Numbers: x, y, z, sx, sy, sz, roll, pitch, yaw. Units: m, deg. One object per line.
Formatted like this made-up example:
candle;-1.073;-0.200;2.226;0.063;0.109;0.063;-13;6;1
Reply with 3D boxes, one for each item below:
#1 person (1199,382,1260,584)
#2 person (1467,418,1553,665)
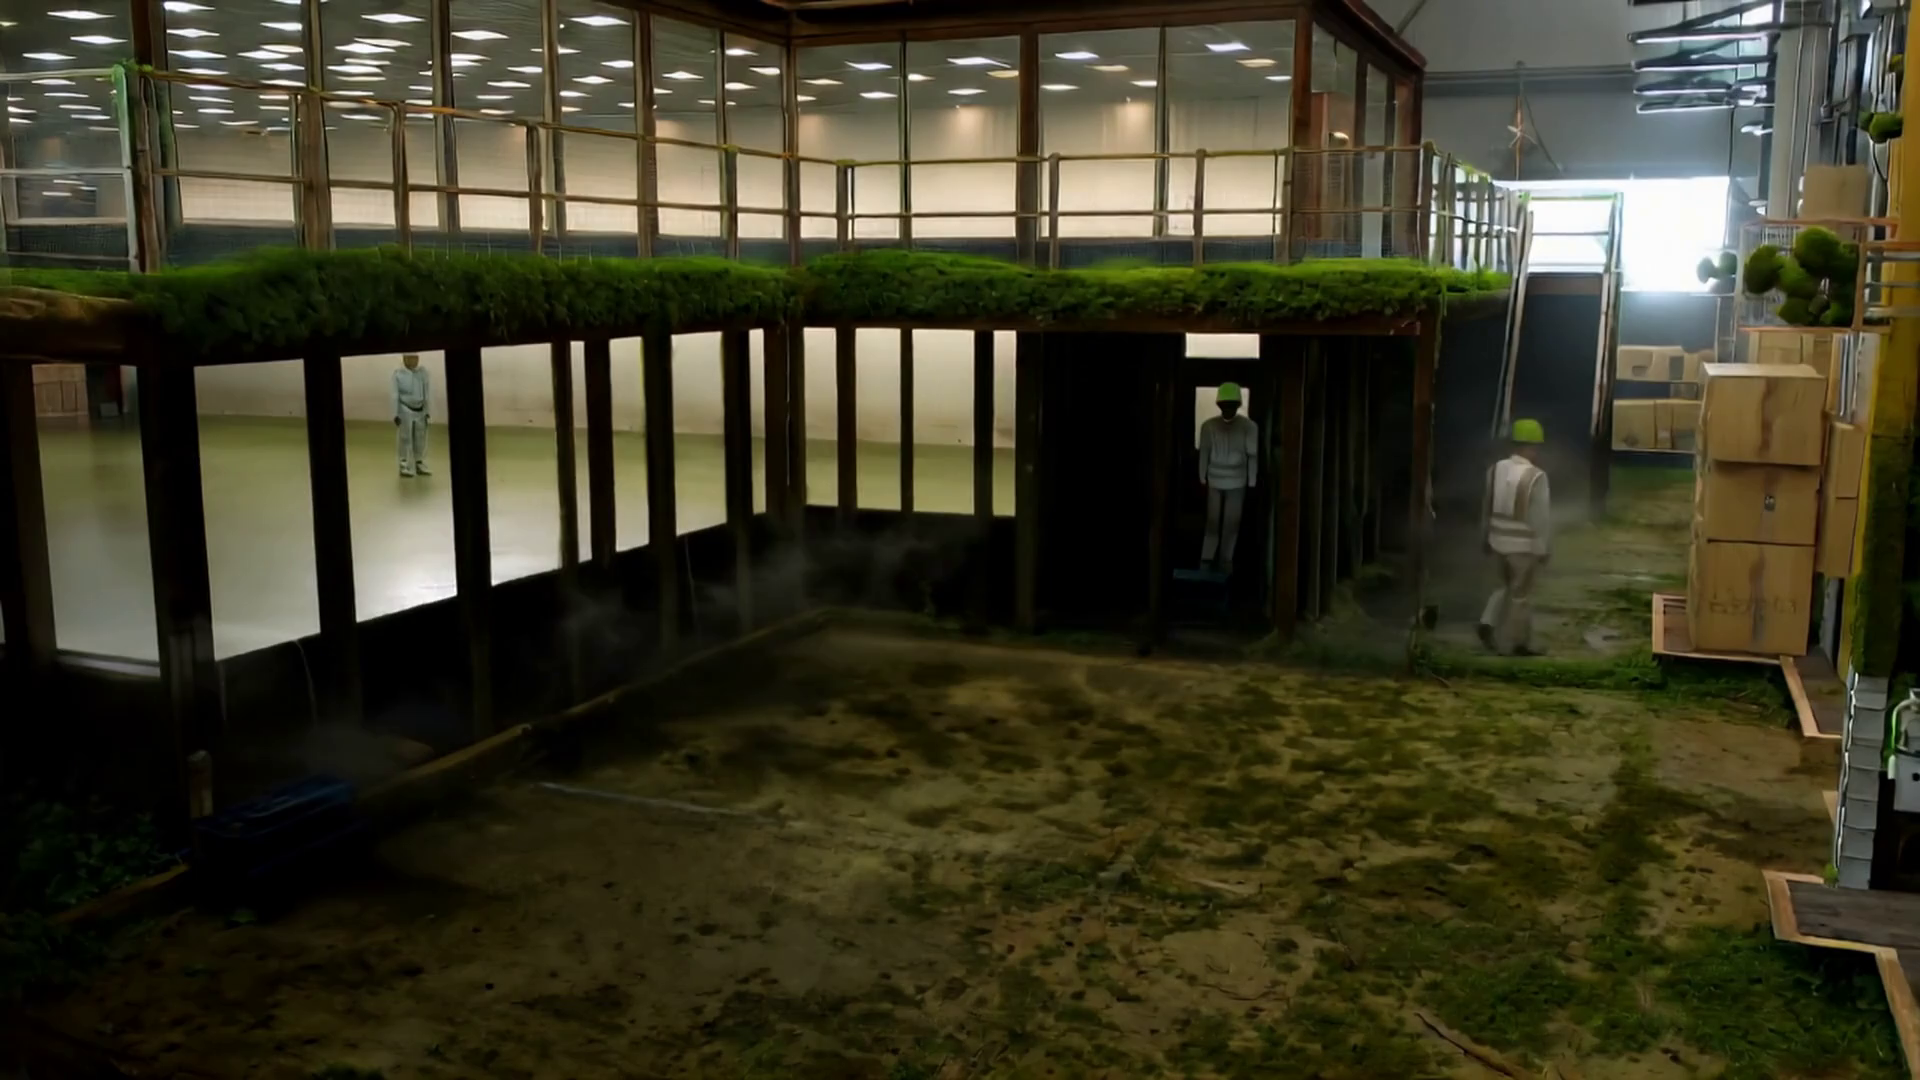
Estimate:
person;2.622;-0.559;16.287;0.615;1.984;0.409;6;11;33
person;4.286;0.025;12.845;0.490;1.933;0.623;-5;10;-26
